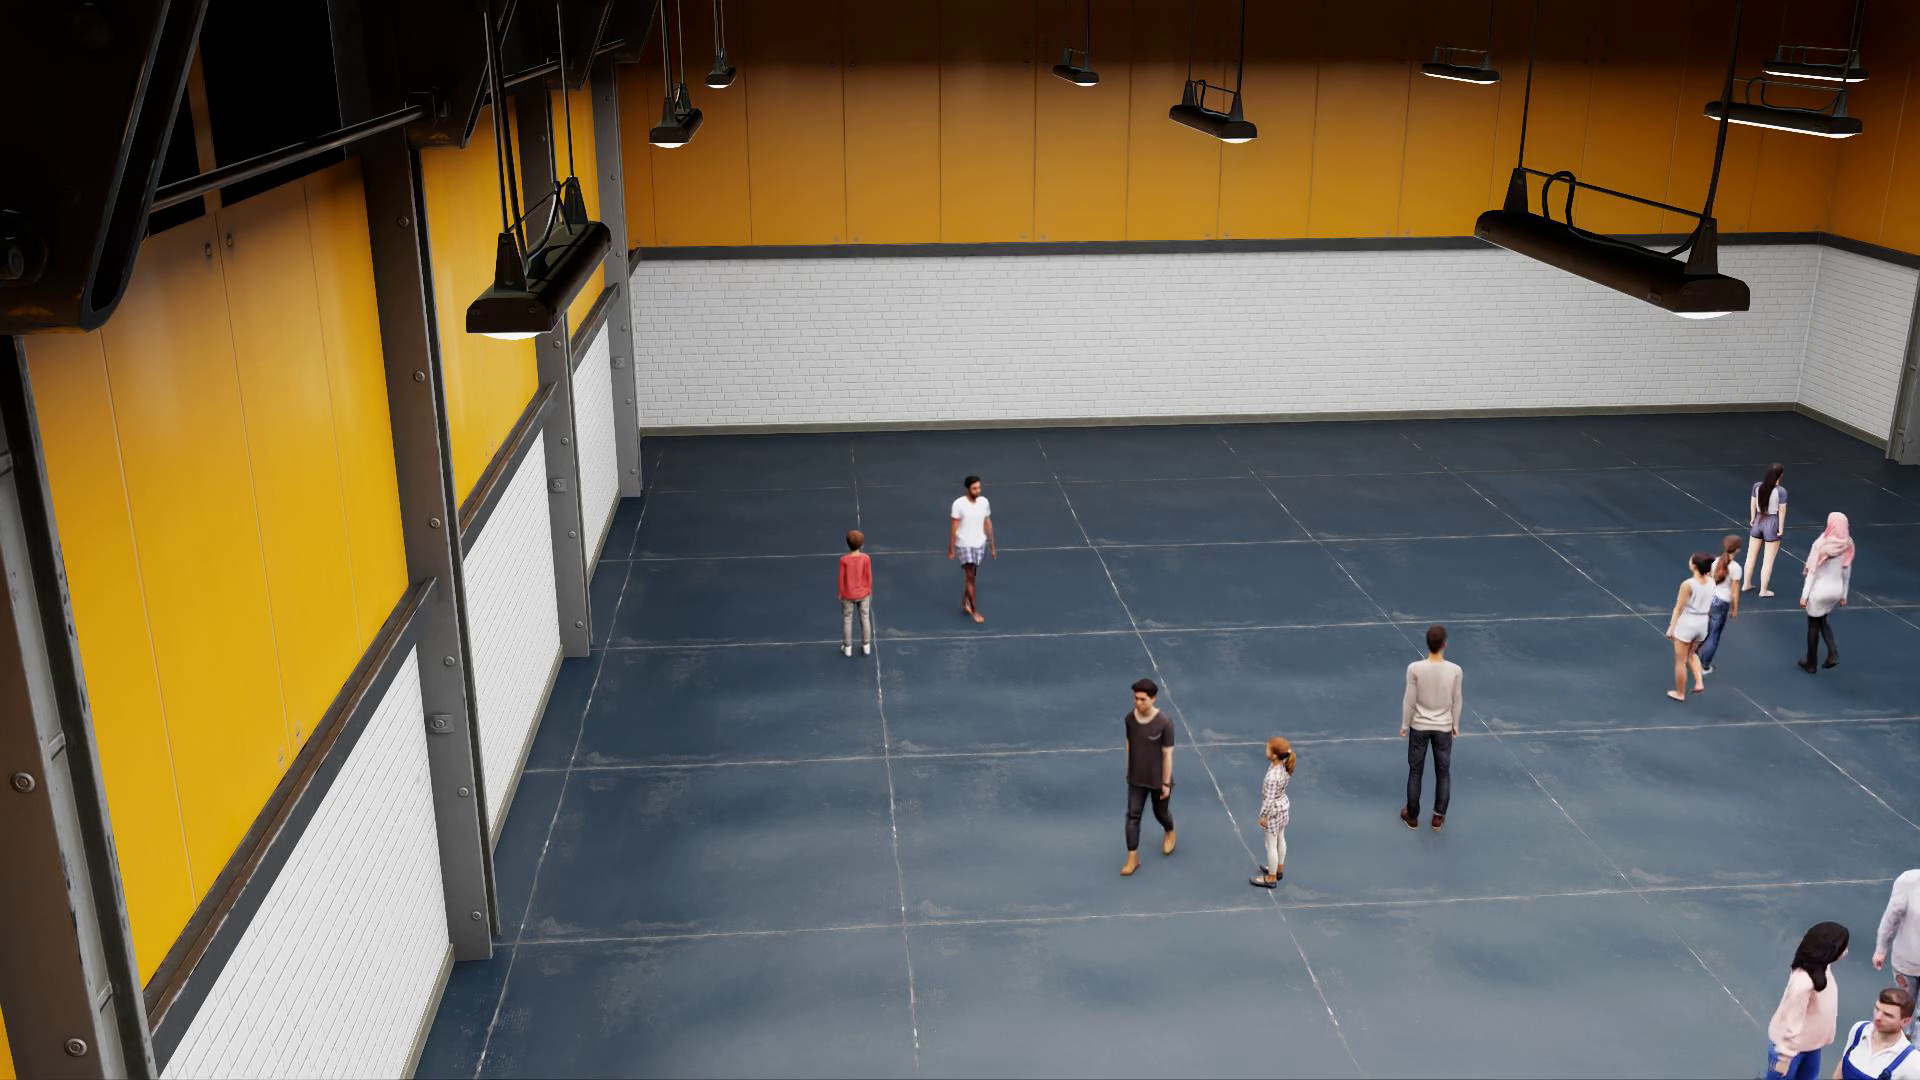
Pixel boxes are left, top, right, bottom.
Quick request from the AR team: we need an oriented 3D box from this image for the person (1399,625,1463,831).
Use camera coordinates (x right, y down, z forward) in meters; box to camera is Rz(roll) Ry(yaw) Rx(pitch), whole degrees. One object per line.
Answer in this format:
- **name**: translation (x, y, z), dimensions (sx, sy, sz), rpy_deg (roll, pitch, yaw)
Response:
- **person**: translation (4.067, 1.626, 14.361), dimensions (0.709, 1.864, 0.659), rpy_deg (3, 19, 8)

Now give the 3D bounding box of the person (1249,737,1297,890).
- **person**: translation (2.571, 2.194, 13.538), dimensions (0.681, 1.312, 0.605), rpy_deg (12, 22, 32)

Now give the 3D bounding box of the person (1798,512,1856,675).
- **person**: translation (9.162, 0.602, 17.511), dimensions (0.677, 1.794, 0.747), rpy_deg (-4, 19, -10)

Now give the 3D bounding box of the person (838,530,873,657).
- **person**: translation (-1.142, 0.574, 18.186), dimensions (0.545, 1.416, 0.500), rpy_deg (-4, 19, -13)

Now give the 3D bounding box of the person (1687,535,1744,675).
- **person**: translation (7.968, 0.699, 17.618), dimensions (0.762, 1.542, 0.728), rpy_deg (-14, 23, -35)

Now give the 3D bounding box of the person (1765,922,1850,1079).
- **person**: translation (5.050, 3.105, 10.150), dimensions (0.858, 1.749, 0.840), rpy_deg (-10, 21, -27)

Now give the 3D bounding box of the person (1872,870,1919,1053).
- **person**: translation (6.429, 2.761, 11.095), dimensions (1.130, 1.797, 1.205), rpy_deg (14, 23, 36)

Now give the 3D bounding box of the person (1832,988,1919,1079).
- **person**: translation (5.108, 3.319, 9.361), dimensions (0.755, 1.847, 0.613), rpy_deg (-8, 20, -23)

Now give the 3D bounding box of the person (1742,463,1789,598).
- **person**: translation (9.661, -0.137, 19.935), dimensions (0.739, 1.647, 0.626), rpy_deg (-11, 22, -30)

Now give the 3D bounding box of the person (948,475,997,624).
- **person**: translation (0.085, 0.051, 19.286), dimensions (0.904, 1.706, 1.032), rpy_deg (-11, 21, -29)

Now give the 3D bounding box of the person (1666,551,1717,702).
- **person**: translation (7.496, 0.908, 16.912), dimensions (0.645, 1.597, 0.661), rpy_deg (-8, 20, -21)

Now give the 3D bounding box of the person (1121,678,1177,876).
- **person**: translation (1.611, 1.910, 13.792), dimensions (0.958, 1.689, 1.108), rpy_deg (10, 21, 28)
